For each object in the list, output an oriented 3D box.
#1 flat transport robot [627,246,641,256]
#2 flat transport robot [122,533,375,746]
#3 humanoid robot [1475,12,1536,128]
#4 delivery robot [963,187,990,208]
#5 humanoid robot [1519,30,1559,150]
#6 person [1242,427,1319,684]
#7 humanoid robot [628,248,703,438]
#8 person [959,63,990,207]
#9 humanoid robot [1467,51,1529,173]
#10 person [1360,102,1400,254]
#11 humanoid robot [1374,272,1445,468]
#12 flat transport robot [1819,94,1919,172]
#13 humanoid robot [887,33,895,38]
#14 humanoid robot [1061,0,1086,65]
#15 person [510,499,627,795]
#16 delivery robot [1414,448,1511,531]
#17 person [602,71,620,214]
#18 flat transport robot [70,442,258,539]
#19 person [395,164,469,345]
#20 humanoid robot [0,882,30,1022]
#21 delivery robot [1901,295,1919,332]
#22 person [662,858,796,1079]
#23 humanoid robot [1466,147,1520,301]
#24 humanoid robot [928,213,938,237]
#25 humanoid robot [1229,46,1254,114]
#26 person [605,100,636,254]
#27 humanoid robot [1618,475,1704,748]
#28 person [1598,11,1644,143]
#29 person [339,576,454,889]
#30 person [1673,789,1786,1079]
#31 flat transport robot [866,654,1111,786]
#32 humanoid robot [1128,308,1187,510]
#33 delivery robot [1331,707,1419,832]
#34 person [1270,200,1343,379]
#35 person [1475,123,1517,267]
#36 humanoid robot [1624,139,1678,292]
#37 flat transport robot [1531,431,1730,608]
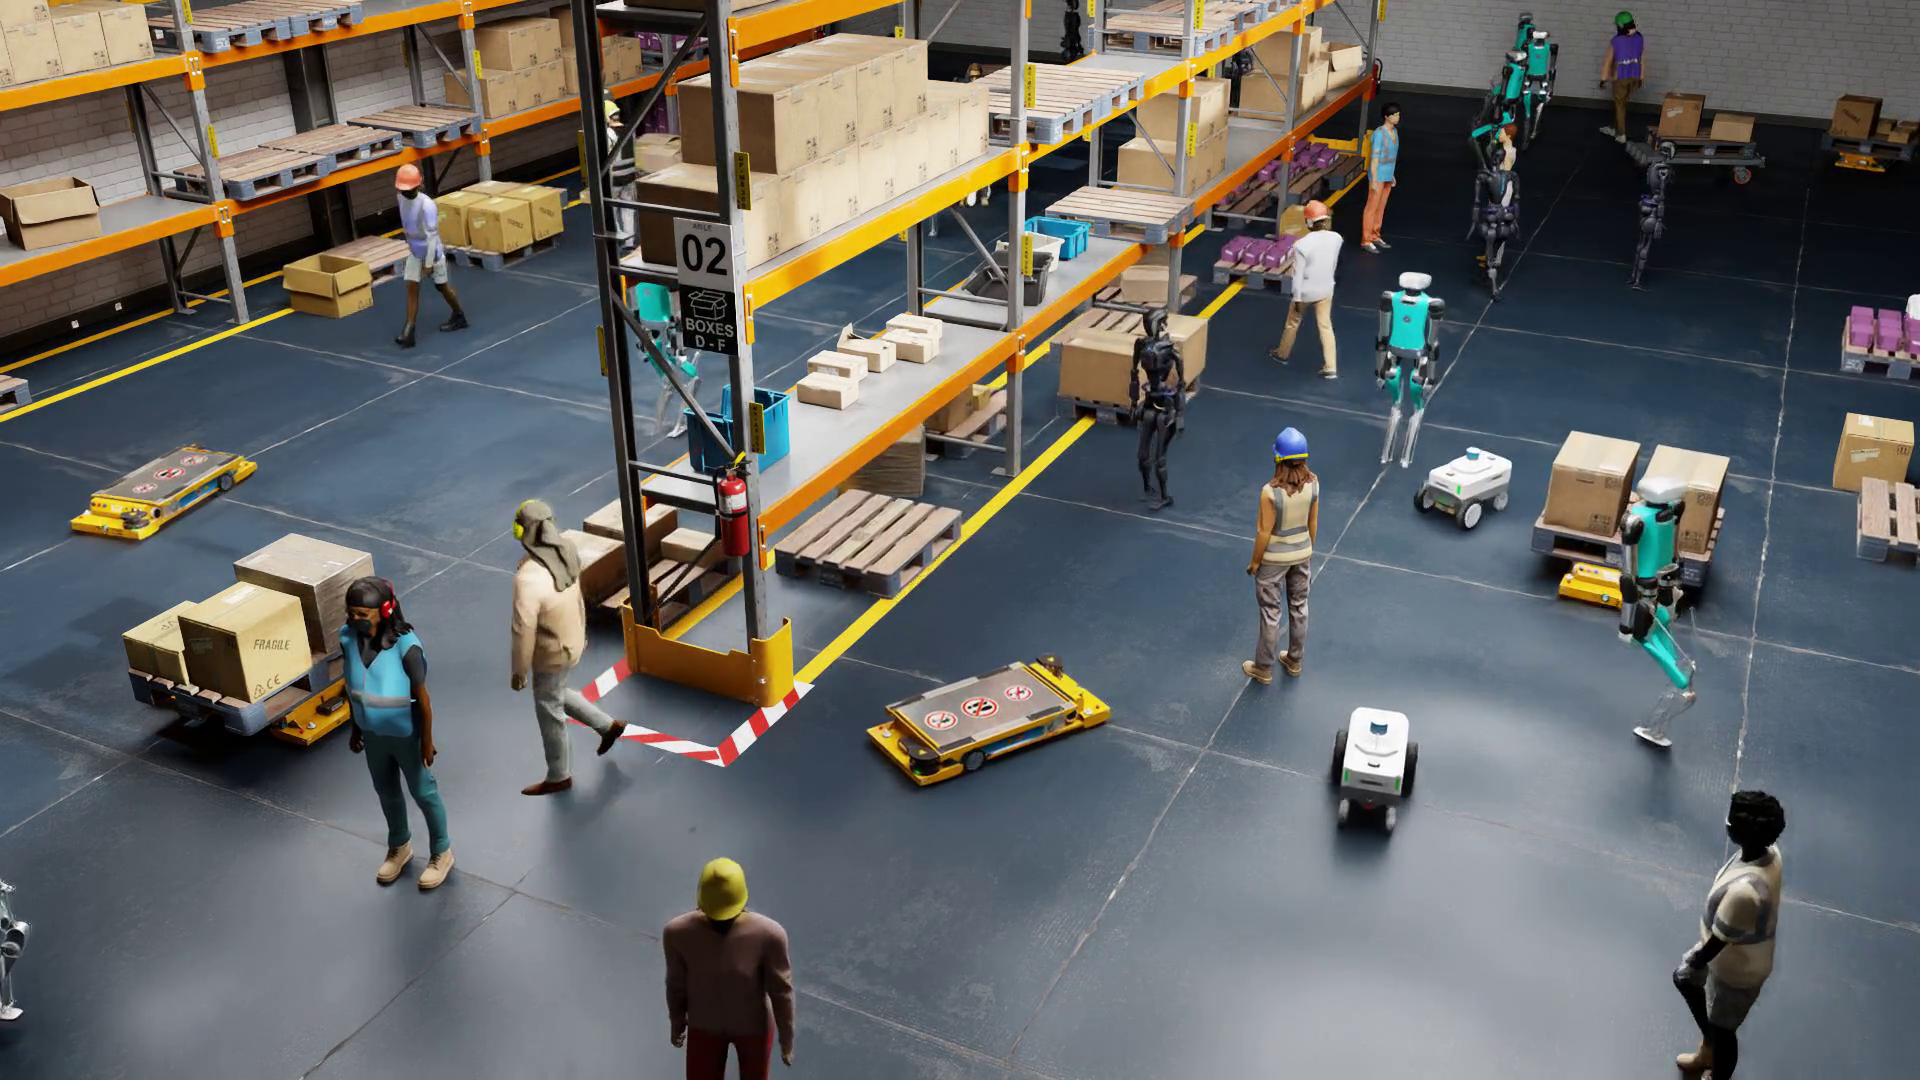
[{"bbox_3d":[-3.041,-2.951,18.740,0.659,0.231,1.431,5,27,10],"label":"flat transport robot"},{"bbox_3d":[-4.555,0.952,10.855,1.431,0.231,0.659,12,29,23],"label":"flat transport robot"},{"bbox_3d":[8.405,-7.270,25.880,0.881,1.824,0.536,-1,26,-2],"label":"humanoid robot"},{"bbox_3d":[0.080,-4.734,22.021,0.499,0.598,0.802,17,31,30],"label":"delivery robot"},{"bbox_3d":[8.557,-6.706,24.724,0.546,1.773,1.039,11,28,20],"label":"humanoid robot"},{"bbox_3d":[2.105,0.106,10.861,0.469,1.778,0.312,-11,28,-20],"label":"person"},{"bbox_3d":[-2.532,-1.745,14.663,0.537,1.817,0.660,12,29,23],"label":"humanoid robot"},{"bbox_3d":[0.198,-5.255,21.616,0.510,1.844,0.335,-1,26,-2],"label":"person"},{"bbox_3d":[7.369,-5.866,23.023,0.538,1.821,0.736,-22,34,-38],"label":"humanoid robot"},{"bbox_3d":[5.036,-4.321,19.818,0.320,1.768,0.496,21,33,36],"label":"person"},{"bbox_3d":[3.801,-1.437,14.032,0.539,1.786,0.667,14,30,27],"label":"humanoid robot"},{"bbox_3d":[13.161,-5.556,24.001,0.659,0.231,1.431,19,32,34],"label":"flat transport robot"},{"bbox_3d":[-0.970,-6.724,24.790,0.603,1.644,0.598,-5,27,-10],"label":"humanoid robot"},{"bbox_3d":[1.876,-8.243,27.838,0.409,1.648,0.599,12,29,22],"label":"humanoid robot"},{"bbox_3d":[-2.352,0.630,9.721,0.528,1.865,0.553,0,26,0],"label":"person"},{"bbox_3d":[4.077,-0.447,13.355,0.791,0.592,0.499,-18,32,-33],"label":"delivery robot"},{"bbox_3d":[-4.548,-5.111,21.324,0.390,1.846,0.565,2,26,4],"label":"person"},{"bbox_3d":[-6.495,-0.413,13.612,0.659,0.231,1.431,7,27,15],"label":"flat transport robot"},{"bbox_3d":[-5.483,-2.921,16.879,0.612,1.856,0.974,15,30,28],"label":"person"},{"bbox_3d":[-4.800,1.643,7.825,0.889,1.763,0.559,2,26,3],"label":"humanoid robot"},{"bbox_3d":[9.860,-2.243,16.989,0.499,0.597,0.801,12,29,23],"label":"delivery robot"},{"bbox_3d":[-0.951,2.079,6.910,0.542,1.746,0.611,-1,26,-3],"label":"person"},{"bbox_3d":[5.894,-3.503,18.329,0.615,1.618,0.757,-6,27,-11],"label":"humanoid robot"},{"bbox_3d":[-0.458,-4.573,20.353,0.535,1.770,0.697,4,27,7],"label":"humanoid robot"},{"bbox_3d":[4.416,-7.011,25.425,0.764,1.626,0.601,-12,29,-23],"label":"humanoid robot"},{"bbox_3d":[-4.067,-4.292,19.712,0.464,1.806,0.618,14,30,27],"label":"person"},{"bbox_3d":[4.312,0.550,10.078,0.554,1.824,0.778,-18,32,-32],"label":"humanoid robot"},{"bbox_3d":[9.941,-6.990,25.073,0.569,1.882,0.799,-5,27,-10],"label":"person"},{"bbox_3d":[-3.039,1.022,8.928,0.509,1.860,0.390,9,28,17],"label":"person"},{"bbox_3d":[3.427,1.853,7.446,0.393,1.678,0.532,13,29,24],"label":"person"},{"bbox_3d":[0.188,1.122,10.512,1.431,0.231,0.659,-16,30,-29],"label":"flat transport robot"},{"bbox_3d":[1.592,-1.058,13.329,0.329,1.646,0.608,-21,33,-36],"label":"humanoid robot"},{"bbox_3d":[2.453,1.307,9.838,0.499,0.614,0.792,8,27,15],"label":"delivery robot"},{"bbox_3d":[3.415,-2.435,16.078,0.555,1.705,0.911,-9,28,-18],"label":"person"},{"bbox_3d":[6.247,-3.997,19.280,0.286,1.661,0.442,5,27,10],"label":"person"},{"bbox_3d":[7.708,-3.625,18.496,0.315,1.657,0.599,7,27,13],"label":"humanoid robot"},{"bbox_3d":[4.997,0.119,12.537,0.659,0.231,1.431,14,29,26],"label":"flat transport robot"}]
